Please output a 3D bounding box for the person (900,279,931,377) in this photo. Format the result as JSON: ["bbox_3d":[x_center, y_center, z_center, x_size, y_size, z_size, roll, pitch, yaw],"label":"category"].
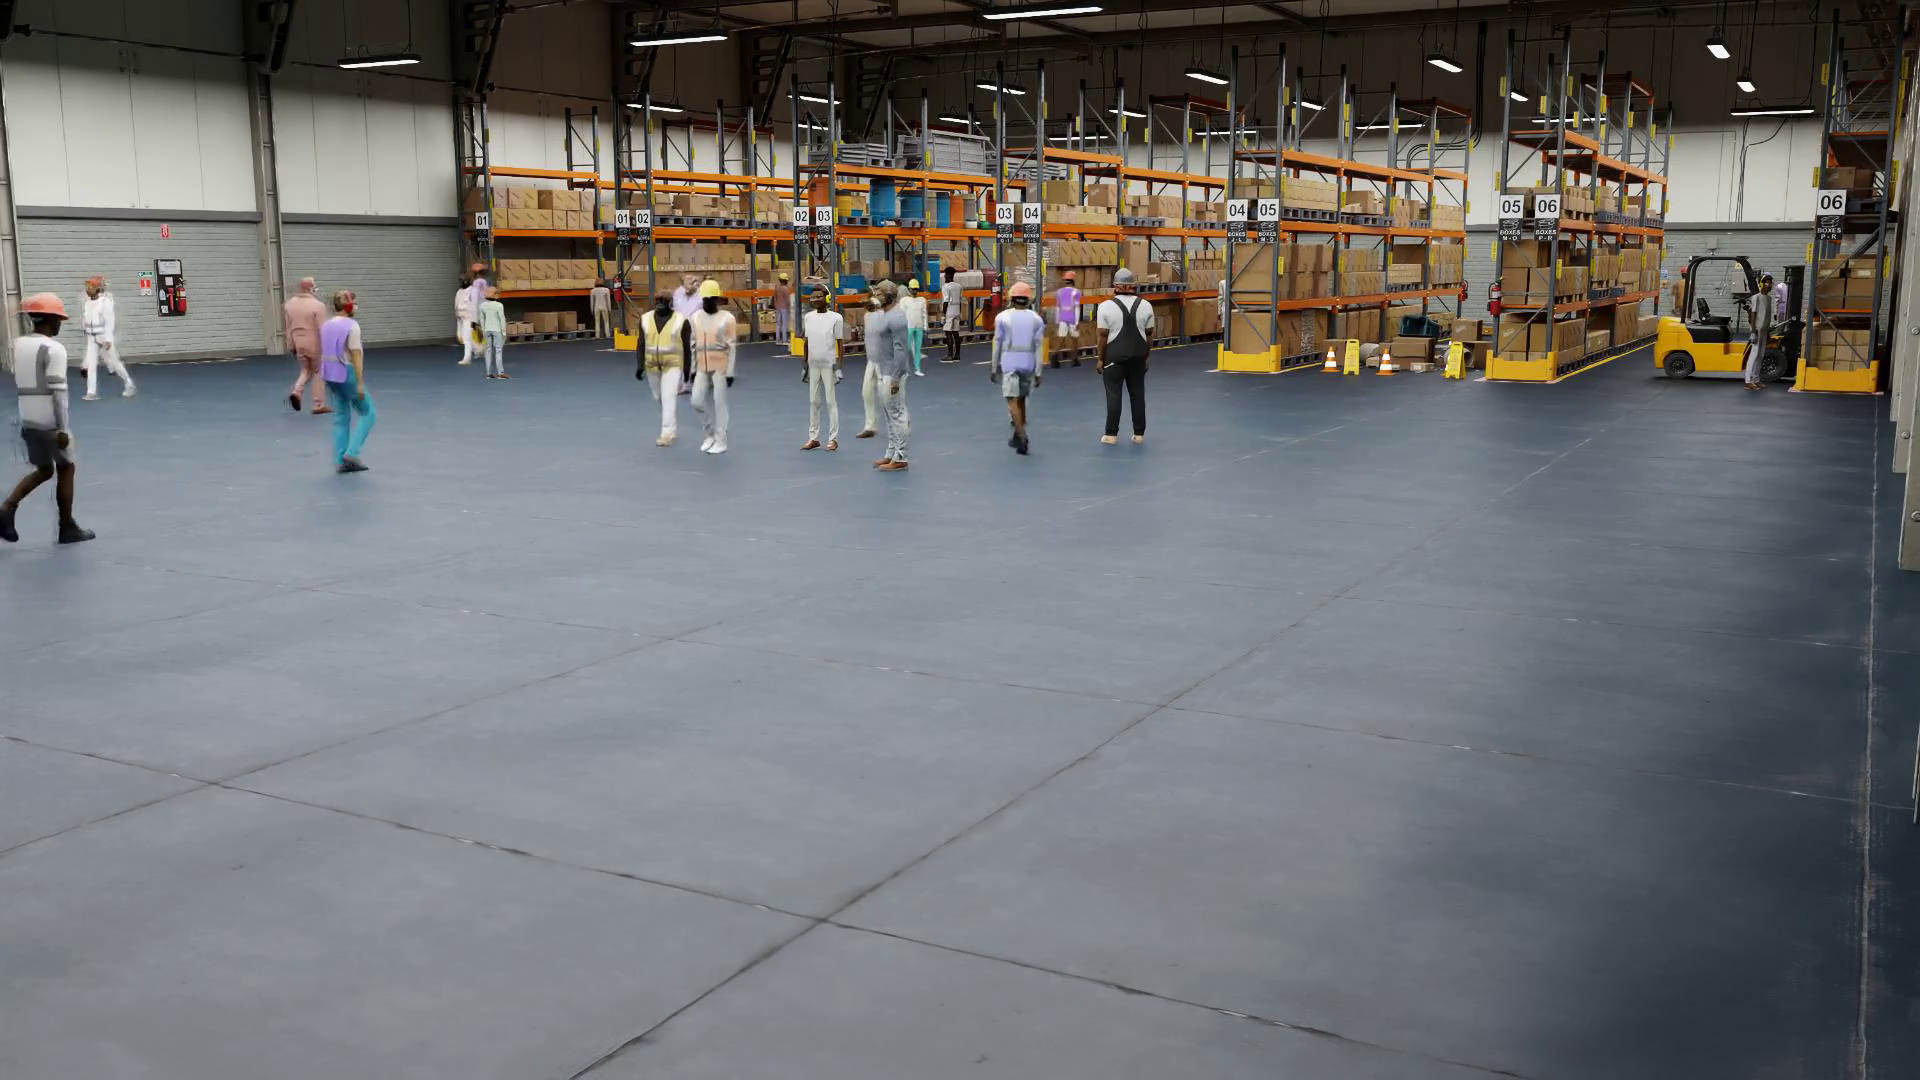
[{"bbox_3d":[-0.813,-3.836,30.131,0.558,1.759,0.375,-5,11,-25],"label":"person"}]

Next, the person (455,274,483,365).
[{"bbox_3d":[-9.915,-4.453,33.535,0.637,1.823,0.568,9,13,42],"label":"person"}]

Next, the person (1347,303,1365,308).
[{"bbox_3d":[10.684,-6.329,44.912,0.592,1.706,0.387,-3,10,-20],"label":"person"}]

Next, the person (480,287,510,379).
[{"bbox_3d":[-8.291,-3.684,29.598,0.498,1.633,0.282,3,10,19],"label":"person"}]

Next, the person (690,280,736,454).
[{"bbox_3d":[-2.735,-1.894,18.294,0.621,1.910,0.424,5,11,26],"label":"person"}]

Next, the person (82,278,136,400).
[{"bbox_3d":[-13.079,-3.069,25.405,0.591,1.853,0.941,2,10,14],"label":"person"}]

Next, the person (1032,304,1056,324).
[{"bbox_3d":[1.933,-5.195,37.588,0.631,1.932,0.374,0,10,-1],"label":"person"}]

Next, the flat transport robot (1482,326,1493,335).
[{"bbox_3d":[14.500,-5.777,45.839,0.652,0.197,1.431,3,10,17],"label":"flat transport robot"}]

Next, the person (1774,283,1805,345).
[{"bbox_3d":[18.401,-5.079,36.949,0.581,1.918,0.405,5,11,25],"label":"person"}]

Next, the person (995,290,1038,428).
[{"bbox_3d":[0.736,-2.310,21.014,0.611,1.812,0.441,3,10,19],"label":"person"}]

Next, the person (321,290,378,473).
[{"bbox_3d":[-6.141,-1.578,16.680,0.611,1.828,0.461,7,12,36],"label":"person"}]

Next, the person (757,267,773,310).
[{"bbox_3d":[-5.309,-6.402,44.785,0.580,1.882,0.350,5,11,29],"label":"person"}]

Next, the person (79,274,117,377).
[{"bbox_3d":[-15.631,-3.877,30.116,0.649,1.856,1.012,4,10,22],"label":"person"}]

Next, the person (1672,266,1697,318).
[{"bbox_3d":[17.798,-5.749,40.862,0.545,1.905,0.896,6,11,30],"label":"person"}]

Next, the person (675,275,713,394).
[{"bbox_3d":[-4.211,-3.259,26.377,0.650,1.887,0.709,5,11,25],"label":"person"}]

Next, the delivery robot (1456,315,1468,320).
[{"bbox_3d":[13.664,-5.937,45.666,0.707,0.478,0.477,-2,10,-13],"label":"delivery robot"}]

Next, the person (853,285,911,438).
[{"bbox_3d":[-0.921,-2.136,19.994,0.715,1.834,0.547,-7,12,-35],"label":"person"}]

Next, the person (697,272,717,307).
[{"bbox_3d":[-5.251,-4.669,34.744,0.337,1.845,0.514,9,13,42],"label":"person"}]

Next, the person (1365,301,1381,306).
[{"bbox_3d":[11.346,-6.615,46.045,0.460,1.881,0.672,-8,13,-40],"label":"person"}]

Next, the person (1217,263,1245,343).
[{"bbox_3d":[5.731,-4.831,35.155,0.606,2.035,0.403,5,11,29],"label":"person"}]

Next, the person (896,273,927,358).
[{"bbox_3d":[-1.139,-4.740,35.261,0.805,1.815,0.628,1,10,8],"label":"person"}]

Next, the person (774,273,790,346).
[{"bbox_3d":[-4.283,-5.593,40.395,0.533,1.765,0.329,9,13,42],"label":"person"}]

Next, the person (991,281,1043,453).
[{"bbox_3d":[0.666,-1.926,18.537,0.552,1.909,0.912,-3,10,-15],"label":"person"}]

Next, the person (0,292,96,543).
[{"bbox_3d":[-6.908,-0.891,12.447,0.564,1.910,0.650,5,11,25],"label":"person"}]

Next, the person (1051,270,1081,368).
[{"bbox_3d":[2.084,-4.312,32.484,0.550,1.913,0.866,6,12,33],"label":"person"}]

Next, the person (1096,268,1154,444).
[{"bbox_3d":[1.886,-2.142,19.379,0.680,2.000,0.536,-2,10,-13],"label":"person"}]

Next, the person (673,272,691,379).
[{"bbox_3d":[-4.843,-3.812,29.613,1.007,1.885,0.644,-6,11,-30],"label":"person"}]

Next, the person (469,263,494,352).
[{"bbox_3d":[-10.888,-5.284,37.826,0.583,2.024,0.622,0,10,2],"label":"person"}]

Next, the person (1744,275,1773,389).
[{"bbox_3d":[13.153,-3.409,27.300,0.532,1.869,0.311,-7,12,-36],"label":"person"}]

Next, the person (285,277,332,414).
[{"bbox_3d":[-8.956,-2.666,22.888,0.662,1.887,0.492,4,10,20],"label":"person"}]

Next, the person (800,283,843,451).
[{"bbox_3d":[-1.546,-1.928,18.621,0.521,1.874,0.328,4,11,23],"label":"person"}]

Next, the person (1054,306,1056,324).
[{"bbox_3d":[2.375,-5.554,40.543,0.506,1.632,0.288,8,12,39],"label":"person"}]

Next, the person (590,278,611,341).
[{"bbox_3d":[-9.194,-5.897,42.582,0.509,1.630,0.289,-1,10,-7],"label":"person"}]

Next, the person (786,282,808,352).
[{"bbox_3d":[-3.659,-5.090,37.924,0.526,1.603,0.837,5,11,27],"label":"person"}]

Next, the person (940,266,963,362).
[{"bbox_3d":[-0.192,-4.622,34.117,0.361,1.963,0.612,7,12,36],"label":"person"}]

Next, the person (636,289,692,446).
[{"bbox_3d":[-3.435,-2.027,19.419,0.621,1.808,0.914,2,10,10],"label":"person"}]

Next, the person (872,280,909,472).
[{"bbox_3d":[-0.697,-1.663,16.876,0.354,1.936,0.635,-2,10,-14],"label":"person"}]
